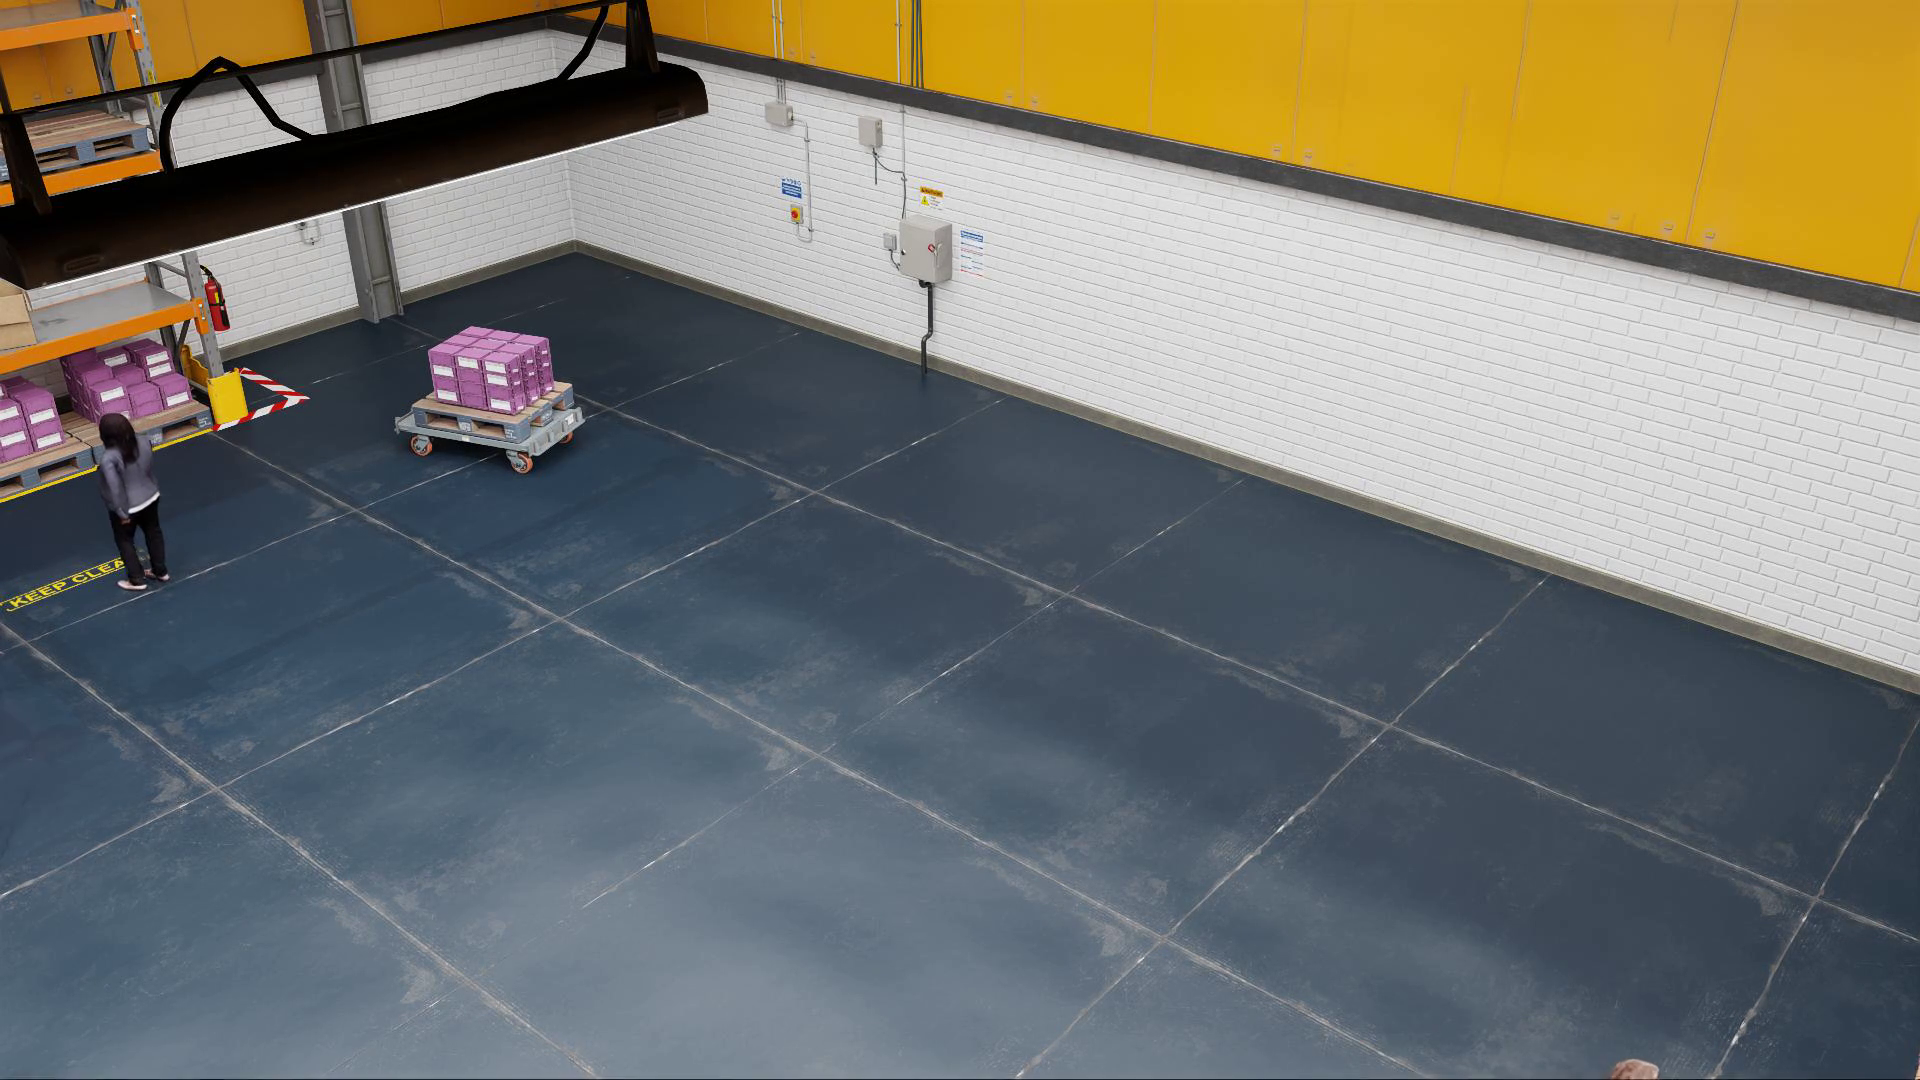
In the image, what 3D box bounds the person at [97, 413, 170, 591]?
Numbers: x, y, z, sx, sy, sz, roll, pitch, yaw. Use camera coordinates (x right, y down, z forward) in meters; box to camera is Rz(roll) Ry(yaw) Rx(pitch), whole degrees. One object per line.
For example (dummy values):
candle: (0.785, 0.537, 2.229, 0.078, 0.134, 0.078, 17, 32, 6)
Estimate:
person: (-6.821, -0.326, 13.818, 0.822, 1.588, 0.705, 10, 30, 18)
